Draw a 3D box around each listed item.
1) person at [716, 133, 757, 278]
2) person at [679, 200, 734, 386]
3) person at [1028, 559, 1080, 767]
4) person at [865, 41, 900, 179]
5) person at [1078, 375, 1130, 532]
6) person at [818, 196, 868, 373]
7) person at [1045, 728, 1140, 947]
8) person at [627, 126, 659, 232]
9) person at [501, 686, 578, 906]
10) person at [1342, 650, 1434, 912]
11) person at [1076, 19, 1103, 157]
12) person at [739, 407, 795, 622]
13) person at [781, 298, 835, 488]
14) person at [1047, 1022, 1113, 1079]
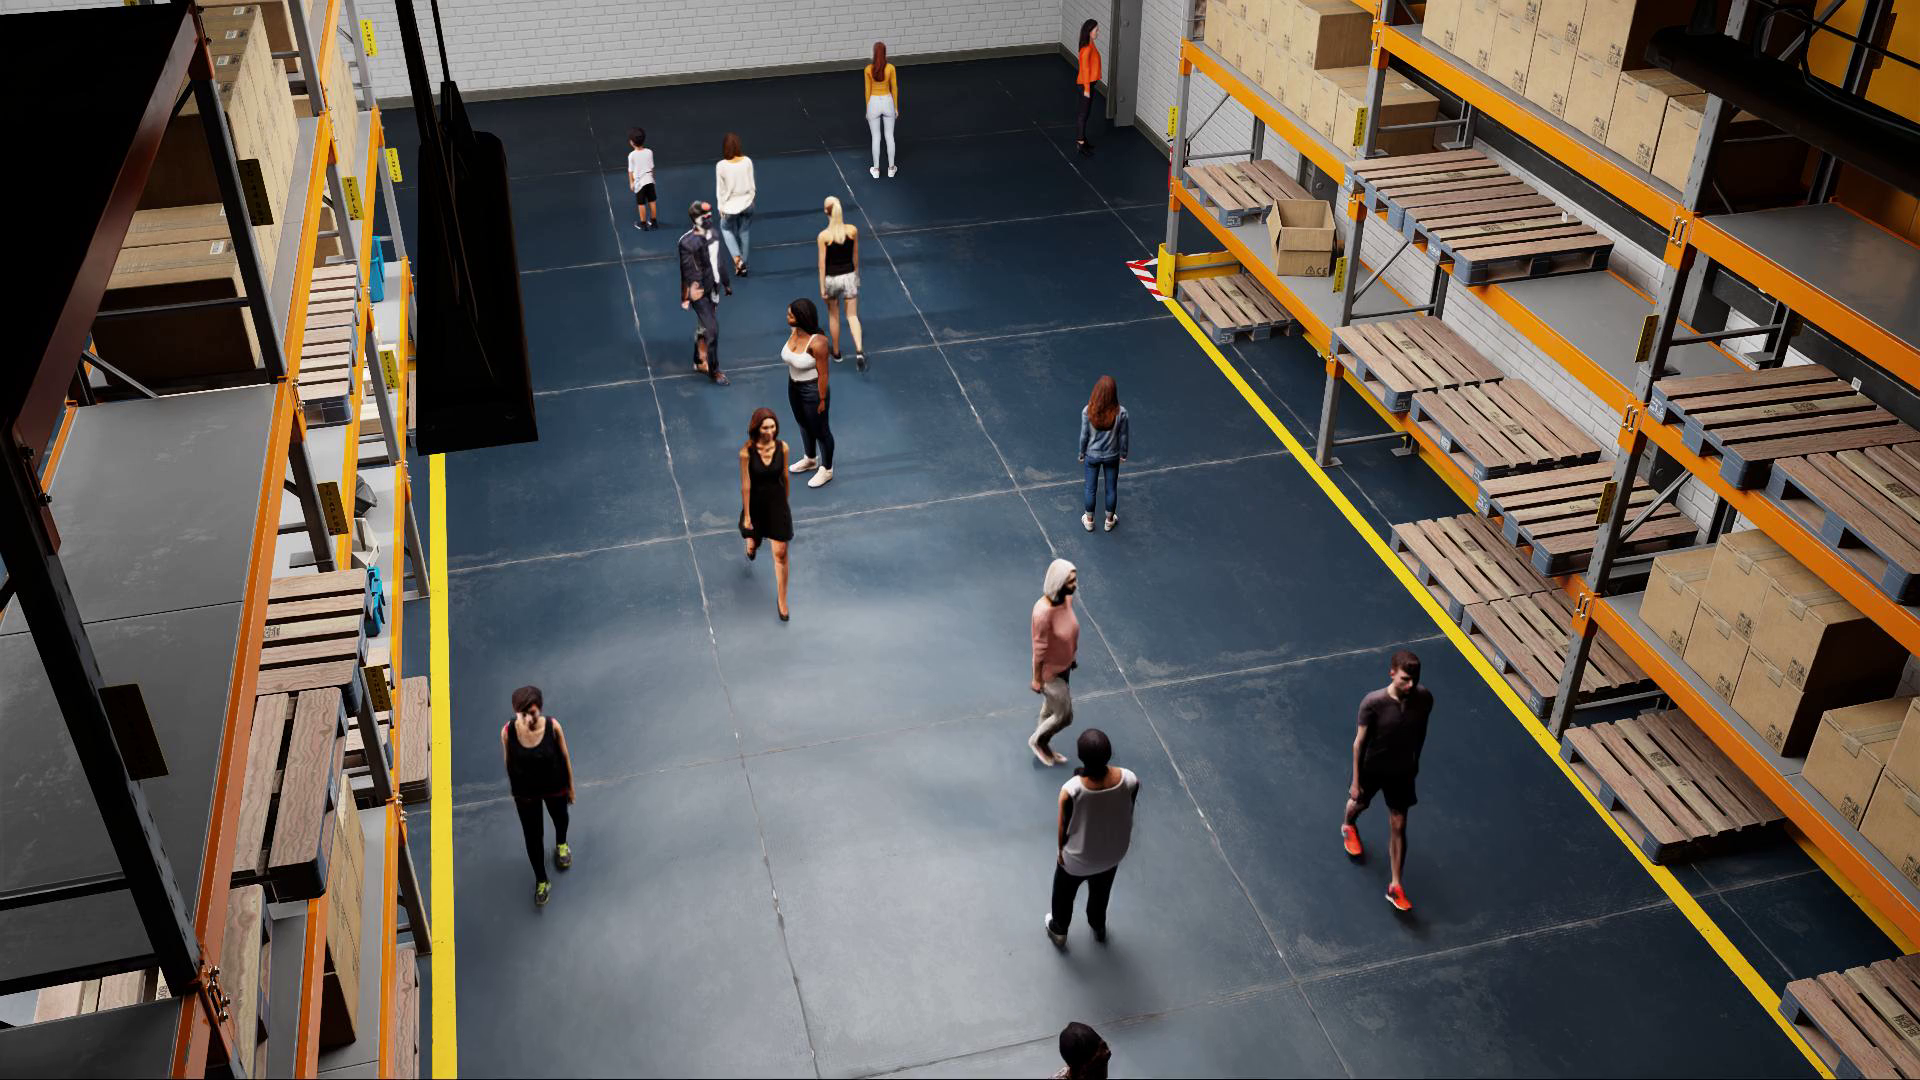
[{"bbox_3d":[-2.455,-3.681,18.474,0.657,1.671,0.699,-13,36,-19],"label":"person"},{"bbox_3d":[-2.610,-2.477,16.482,0.998,1.870,0.937,20,38,27],"label":"person"},{"bbox_3d":[0.580,0.850,11.617,0.787,1.715,0.720,16,37,22],"label":"person"},{"bbox_3d":[-0.994,-5.458,21.075,0.612,1.750,0.625,-4,34,-5],"label":"person"},{"bbox_3d":[1.217,-0.738,14.222,0.629,1.476,0.598,2,34,3],"label":"person"},{"bbox_3d":[-1.164,-2.554,16.640,0.656,1.824,1.039,-12,35,-17],"label":"person"},{"bbox_3d":[0.813,1.845,10.147,0.658,1.686,0.632,-7,34,-10],"label":"person"},{"bbox_3d":[-3.765,-4.295,19.770,0.550,1.258,0.587,-20,39,-28],"label":"person"},{"bbox_3d":[-2.714,1.521,10.775,0.560,1.530,0.831,-8,34,-11],"label":"person"},{"bbox_3d":[2.692,1.413,10.690,0.793,1.803,1.206,-4,34,-6],"label":"person"},{"bbox_3d":[1.654,-5.956,21.825,0.759,1.749,0.629,5,34,8],"label":"person"},{"bbox_3d":[-1.570,-0.253,13.193,0.645,1.807,1.115,-12,35,-17],"label":"person"},{"bbox_3d":[-1.332,-1.338,14.825,0.779,1.808,0.659,-22,40,-30],"label":"person"},{"bbox_3d":[0.626,3.083,8.272,0.773,1.699,0.866,-26,41,-33],"label":"person"}]
